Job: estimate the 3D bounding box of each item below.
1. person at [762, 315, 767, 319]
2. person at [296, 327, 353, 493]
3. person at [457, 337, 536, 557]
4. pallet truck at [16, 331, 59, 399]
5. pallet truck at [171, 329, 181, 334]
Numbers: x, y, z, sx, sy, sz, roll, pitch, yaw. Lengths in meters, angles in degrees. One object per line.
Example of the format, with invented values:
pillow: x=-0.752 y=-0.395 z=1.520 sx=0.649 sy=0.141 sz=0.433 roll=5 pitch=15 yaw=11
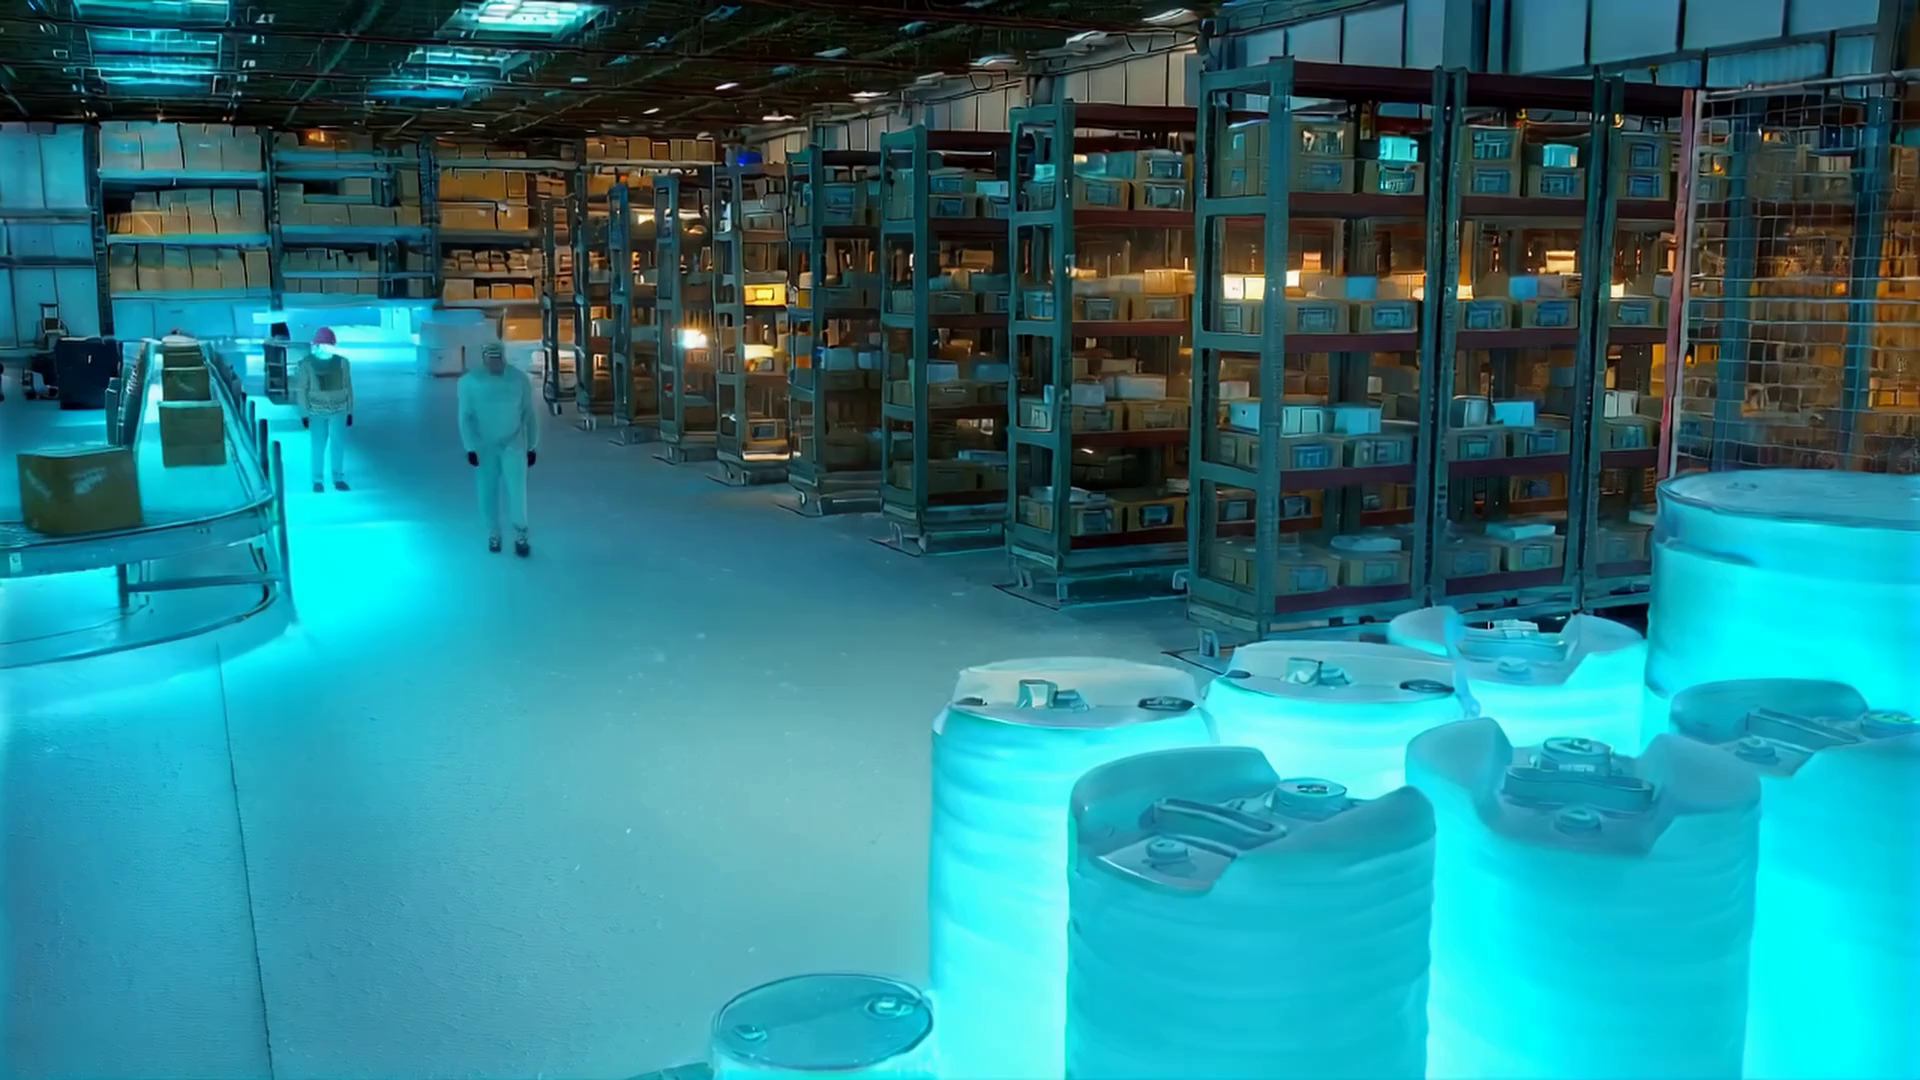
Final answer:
person: x=-4.127 y=-4.230 z=35.078 sx=0.388 sy=1.993 sz=0.617 roll=3 pitch=10 yaw=20
person: x=-6.931 y=-1.416 z=18.203 sx=0.605 sy=1.814 sz=0.419 roll=-9 pitch=13 yaw=-44
person: x=-3.878 y=-0.771 z=14.032 sx=0.642 sy=1.853 sz=0.966 roll=-3 pitch=10 yaw=-20
pallet truck: x=-17.082 y=-3.353 z=31.781 sx=1.630 sy=1.274 sz=0.653 roll=-4 pitch=10 yaw=-25
pallet truck: x=-17.275 y=-3.851 z=35.096 sx=1.601 sy=1.201 sz=0.680 roll=0 pitch=9 yaw=1
